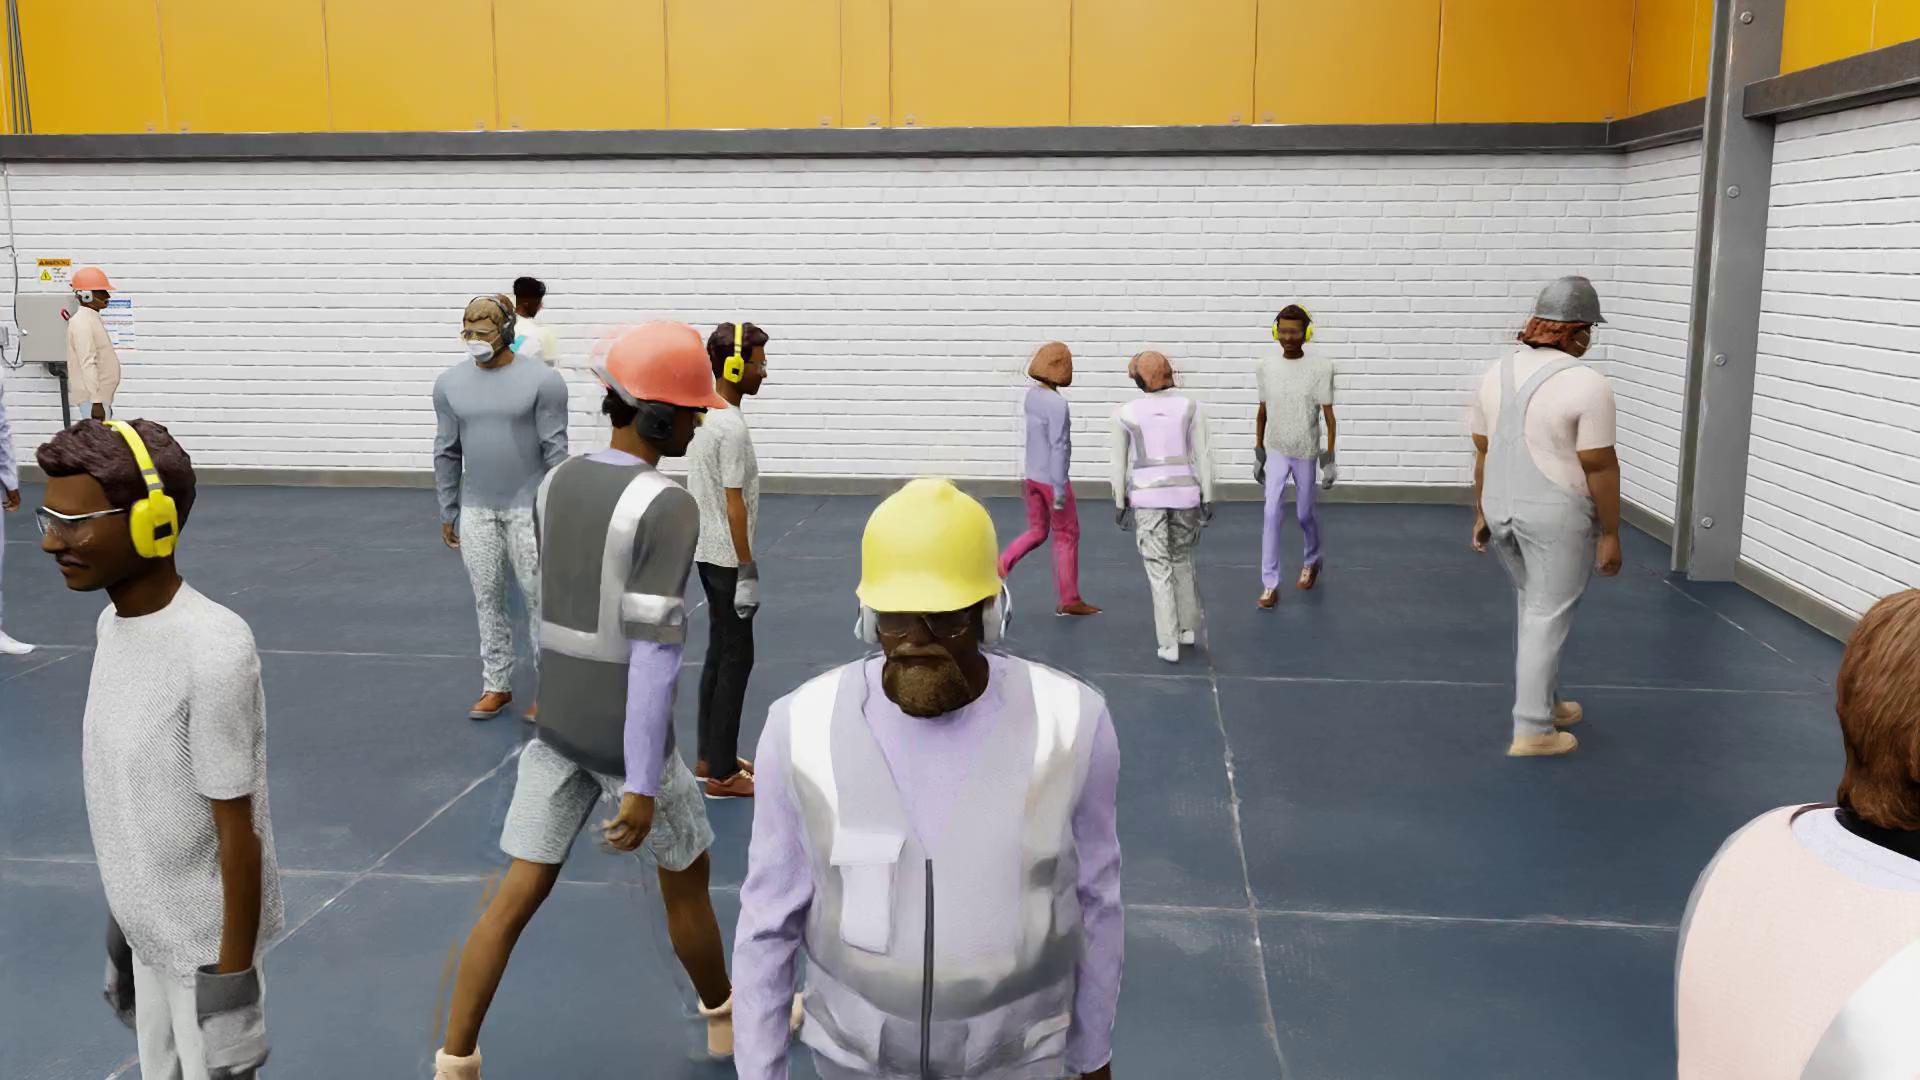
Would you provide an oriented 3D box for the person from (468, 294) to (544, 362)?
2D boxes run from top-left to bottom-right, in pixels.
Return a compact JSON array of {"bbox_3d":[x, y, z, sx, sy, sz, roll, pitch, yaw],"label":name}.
[{"bbox_3d":[-3.085,-0.770,11.430,0.551,1.825,0.422,-2,10,-11],"label":"person"}]

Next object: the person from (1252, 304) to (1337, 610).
[{"bbox_3d":[2.047,-0.532,10.121,0.547,1.821,0.924,4,11,24],"label":"person"}]

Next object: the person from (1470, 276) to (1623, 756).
[{"bbox_3d":[2.570,-0.118,7.085,0.654,2.000,0.720,-4,11,-23],"label":"person"}]

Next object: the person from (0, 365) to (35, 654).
[{"bbox_3d":[-5.128,-0.303,8.533,0.393,1.911,0.588,3,10,18],"label":"person"}]

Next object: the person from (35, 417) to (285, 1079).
[{"bbox_3d":[-1.330,0.716,2.844,0.514,1.859,0.321,10,14,44],"label":"person"}]

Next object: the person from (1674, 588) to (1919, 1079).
[{"bbox_3d":[0.904,0.940,1.604,0.429,1.844,0.626,1,10,4],"label":"person"}]

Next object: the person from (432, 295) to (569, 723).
[{"bbox_3d":[-2.063,-0.134,7.516,0.636,1.928,0.385,1,10,7],"label":"person"}]

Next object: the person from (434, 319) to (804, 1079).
[{"bbox_3d":[-0.883,0.453,4.074,0.684,1.972,1.100,9,13,42],"label":"person"}]

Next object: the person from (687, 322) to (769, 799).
[{"bbox_3d":[-0.893,0.085,6.468,0.329,1.856,0.532,-4,11,-22],"label":"person"}]

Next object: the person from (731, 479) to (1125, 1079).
[{"bbox_3d":[-0.058,0.798,2.573,0.612,1.779,0.932,1,10,6],"label":"person"}]

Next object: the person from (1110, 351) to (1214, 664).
[{"bbox_3d":[1.040,-0.177,8.666,0.517,1.599,0.526,-1,10,-5],"label":"person"}]

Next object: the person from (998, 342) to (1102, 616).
[{"bbox_3d":[0.468,-0.340,9.591,0.667,1.610,0.506,-5,11,-24],"label":"person"}]

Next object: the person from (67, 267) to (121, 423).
[{"bbox_3d":[-6.625,-1.091,12.788,0.382,1.994,0.613,-4,11,-24],"label":"person"}]
